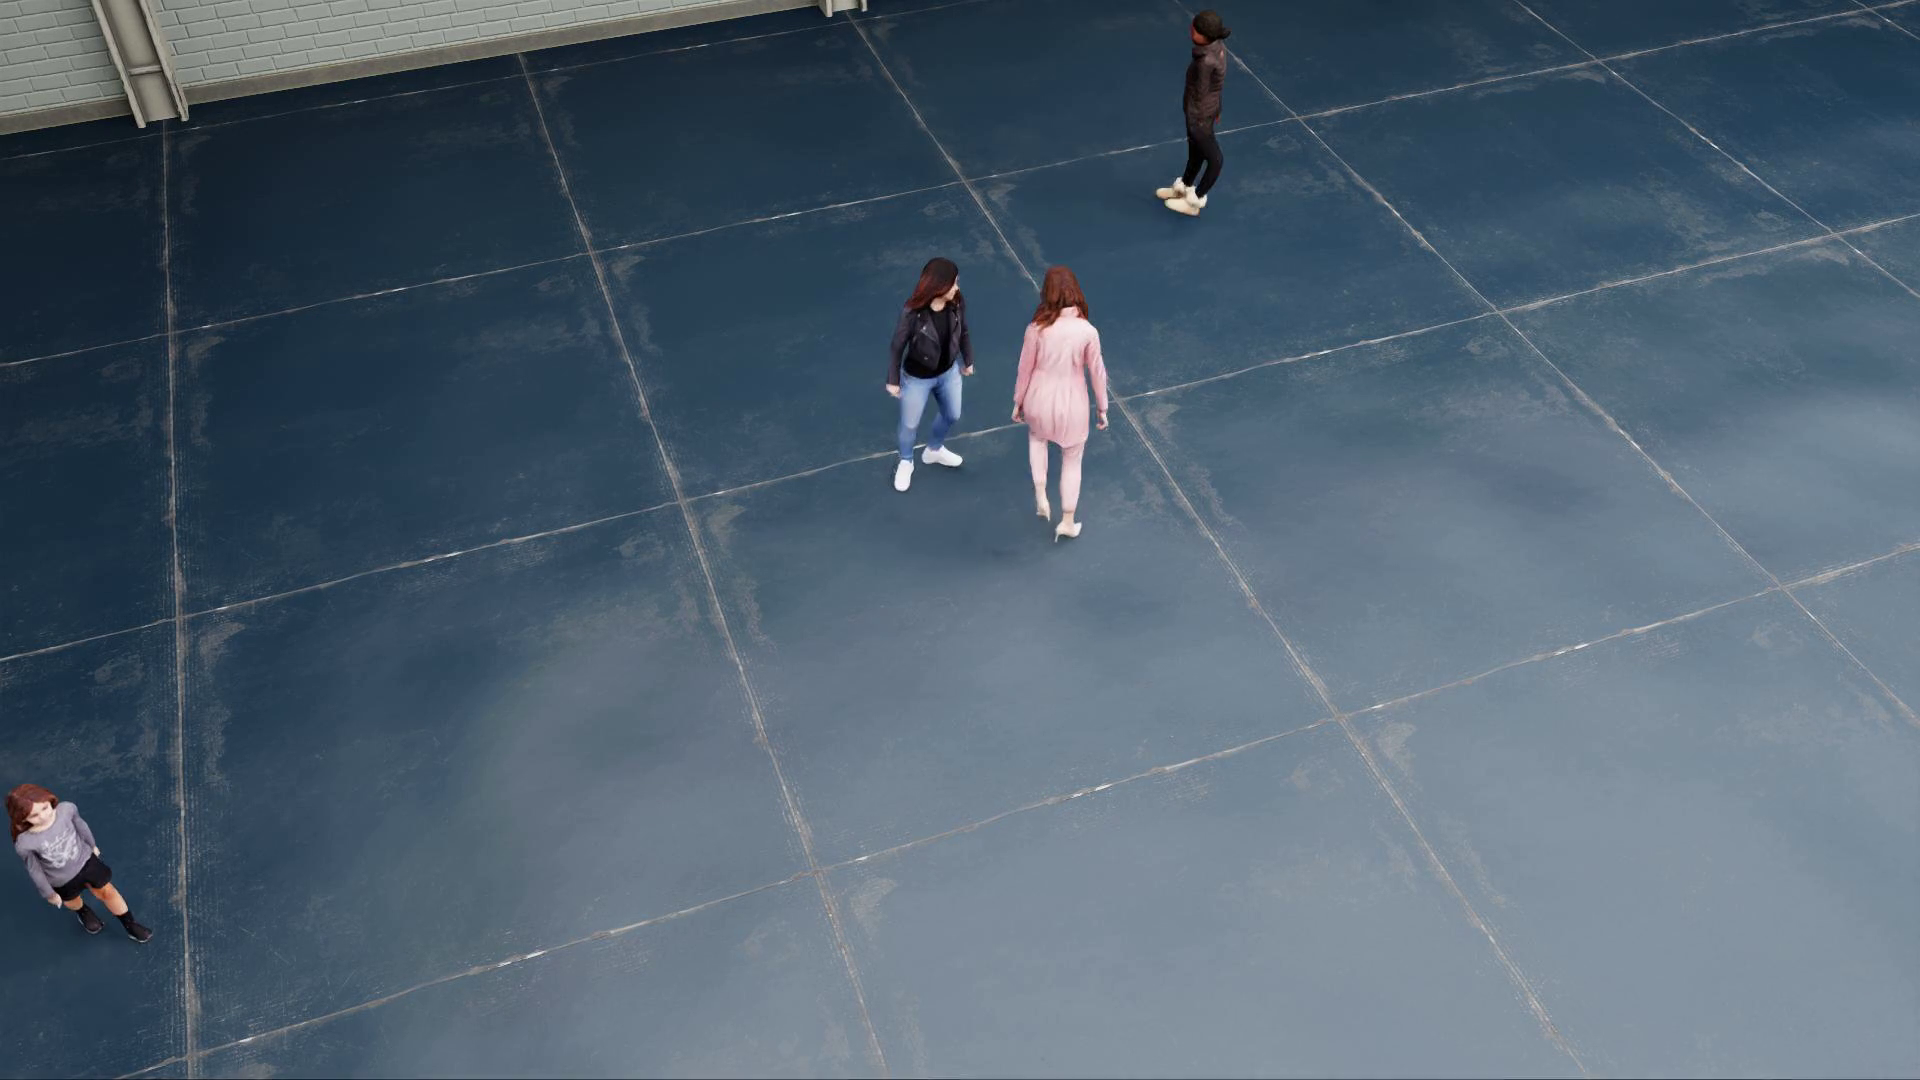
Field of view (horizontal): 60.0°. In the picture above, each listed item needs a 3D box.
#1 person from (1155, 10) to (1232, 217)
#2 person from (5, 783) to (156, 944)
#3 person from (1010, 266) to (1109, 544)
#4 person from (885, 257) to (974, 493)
[{"bbox_3d":[1.672,-3.176,12.404,0.886,1.654,0.810,5,43,6],"label":"person"},{"bbox_3d":[-4.236,1.492,7.818,0.747,1.089,0.722,25,48,24],"label":"person"},{"bbox_3d":[0.539,-0.717,9.687,0.829,1.768,0.930,13,45,14],"label":"person"},{"bbox_3d":[-0.183,-1.027,10.127,0.577,1.619,0.840,-13,45,-14],"label":"person"}]
